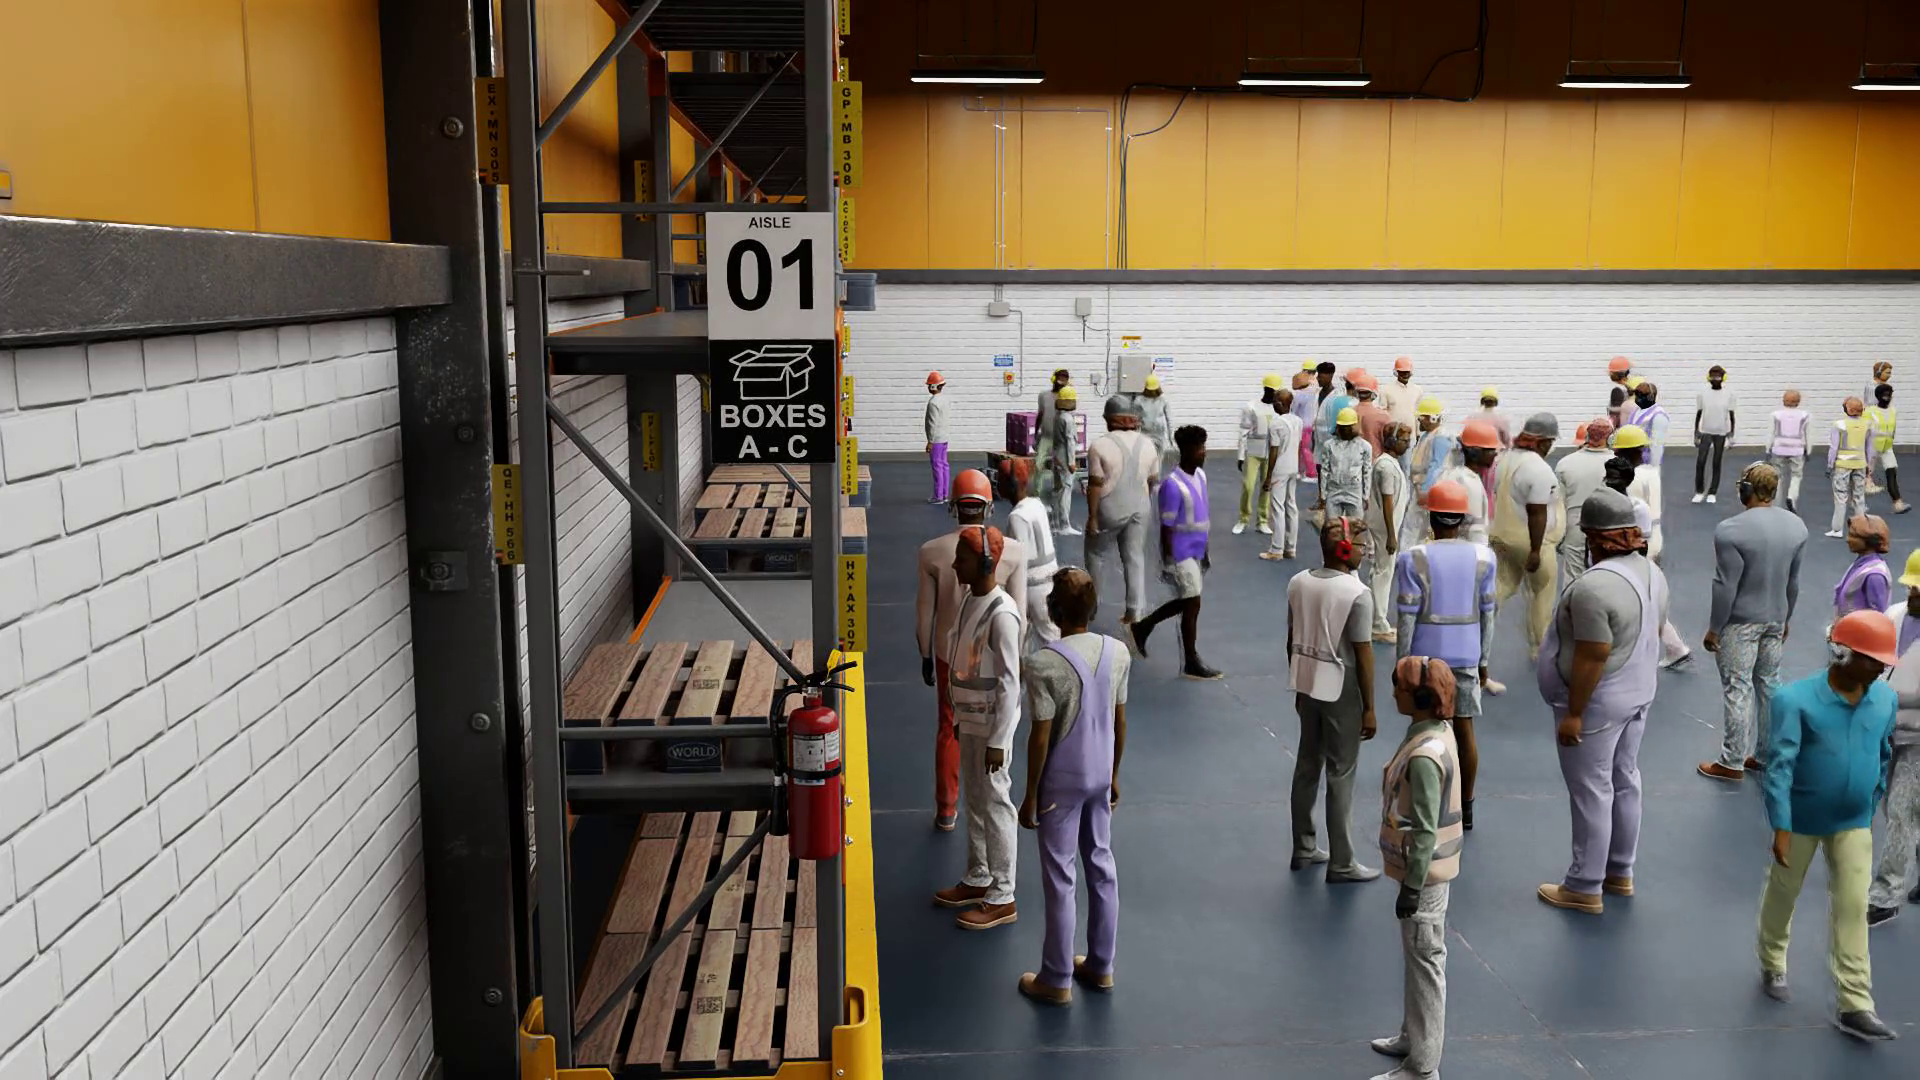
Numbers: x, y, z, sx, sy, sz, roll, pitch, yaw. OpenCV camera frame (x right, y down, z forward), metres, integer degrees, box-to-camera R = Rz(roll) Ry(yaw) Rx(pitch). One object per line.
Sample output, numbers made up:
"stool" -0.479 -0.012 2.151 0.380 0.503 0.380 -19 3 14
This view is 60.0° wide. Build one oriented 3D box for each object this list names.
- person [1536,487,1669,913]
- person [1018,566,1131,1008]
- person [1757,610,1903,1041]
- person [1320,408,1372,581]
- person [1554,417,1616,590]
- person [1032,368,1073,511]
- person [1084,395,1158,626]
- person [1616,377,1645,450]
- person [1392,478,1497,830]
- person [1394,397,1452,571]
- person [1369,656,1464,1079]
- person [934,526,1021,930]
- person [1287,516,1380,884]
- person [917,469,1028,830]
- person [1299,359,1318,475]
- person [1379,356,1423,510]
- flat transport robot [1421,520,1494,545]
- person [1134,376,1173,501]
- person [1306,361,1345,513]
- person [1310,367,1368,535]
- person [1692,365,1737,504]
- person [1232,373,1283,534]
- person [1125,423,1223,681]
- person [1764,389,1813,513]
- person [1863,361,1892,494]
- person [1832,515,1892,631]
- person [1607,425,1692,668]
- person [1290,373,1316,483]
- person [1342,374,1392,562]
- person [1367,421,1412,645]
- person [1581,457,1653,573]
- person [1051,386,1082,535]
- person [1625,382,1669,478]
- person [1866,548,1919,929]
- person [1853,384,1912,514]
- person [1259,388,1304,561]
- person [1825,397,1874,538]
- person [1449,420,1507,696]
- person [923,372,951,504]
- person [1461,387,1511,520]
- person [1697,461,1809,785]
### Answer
"person" 3.048 0.749 8.011 0.689 2.000 0.537 -8 12 -41
"person" 0.466 1.020 6.928 0.508 1.846 0.345 -6 11 -34
"person" 3.518 1.125 6.681 0.586 1.704 0.846 0 9 -1
"person" 3.794 -0.436 16.389 0.492 1.740 0.325 3 10 18
"person" 5.088 -0.030 13.325 0.651 1.906 0.403 6 11 34
"person" 1.153 -1.289 21.472 0.592 1.833 0.439 3 10 21
"person" 1.316 -0.275 14.446 0.693 2.000 0.858 -4 10 -24
"person" 8.488 -1.181 21.031 0.350 1.759 0.523 0 9 -2
"person" 2.629 0.629 9.085 0.542 1.939 0.368 0 9 -1
"person" 4.615 -0.520 16.676 0.618 1.817 0.608 -1 9 -4
"person" 1.716 1.235 6.218 0.309 1.641 0.514 3 9 16
"person" 0.100 0.864 7.784 0.355 1.883 0.575 -3 10 -19
"person" 1.852 0.797 8.343 0.388 1.840 0.564 -5 11 -31
"person" 0.068 0.605 9.108 0.605 1.986 0.402 1 9 6
"person" 5.296 -1.863 25.272 0.313 1.769 0.523 2 9 13
"person" 5.670 -1.363 21.421 0.621 1.994 0.381 -2 9 -12
"flat transport robot" 5.682 -0.078 18.745 0.652 0.197 1.431 5 10 27
"person" 2.644 -1.418 22.740 0.525 1.685 0.926 1 9 4
"person" 4.640 -1.283 21.052 0.385 1.957 0.603 -4 10 -25
"person" 4.318 -0.935 18.655 0.547 2.019 0.632 -3 9 -16
"person" 9.981 -1.379 22.006 0.514 1.847 0.712 5 10 28
"person" 3.528 -0.998 19.404 0.624 1.904 0.493 -3 9 -17
"person" 1.619 0.074 12.558 0.763 1.942 0.626 5 10 27
"person" 10.342 -1.079 20.787 0.561 1.624 0.515 5 10 26
"person" 12.764 -1.569 23.200 0.346 1.841 0.506 7 11 37
"person" 5.314 0.662 9.823 0.307 1.637 0.525 3 9 17
"person" 5.275 0.058 12.866 0.813 1.897 0.613 7 11 36
"person" 4.959 -1.649 24.399 0.518 1.599 0.726 -9 12 -43
"person" 4.283 -0.757 17.611 0.612 1.997 0.376 5 11 31
"person" 3.544 -0.065 13.760 0.344 1.839 0.504 1 9 9
"person" 4.866 0.224 12.386 0.316 1.696 0.540 -6 11 -34
"person" 1.249 -0.931 19.496 0.295 1.743 0.493 -3 9 -17
"person" 7.748 -0.874 18.874 0.430 1.835 0.619 -1 9 -4
"person" 4.500 0.897 7.809 0.768 1.805 0.595 -2 9 -12
"person" 11.694 -1.139 21.052 0.547 1.648 0.884 -1 9 -8
"person" 3.418 -0.693 17.682 0.508 1.847 0.345 -8 12 -41
"person" 10.258 -0.831 19.190 0.521 1.639 0.311 0 9 -2
"person" 3.693 0.158 11.781 0.698 2.017 0.630 2 9 12
"person" -0.320 -1.359 22.144 0.327 1.752 0.563 3 10 20
"person" 6.197 -0.932 19.582 0.538 1.719 0.897 4 10 23
"person" 4.717 0.494 9.934 0.629 1.940 0.373 -3 10 -20
